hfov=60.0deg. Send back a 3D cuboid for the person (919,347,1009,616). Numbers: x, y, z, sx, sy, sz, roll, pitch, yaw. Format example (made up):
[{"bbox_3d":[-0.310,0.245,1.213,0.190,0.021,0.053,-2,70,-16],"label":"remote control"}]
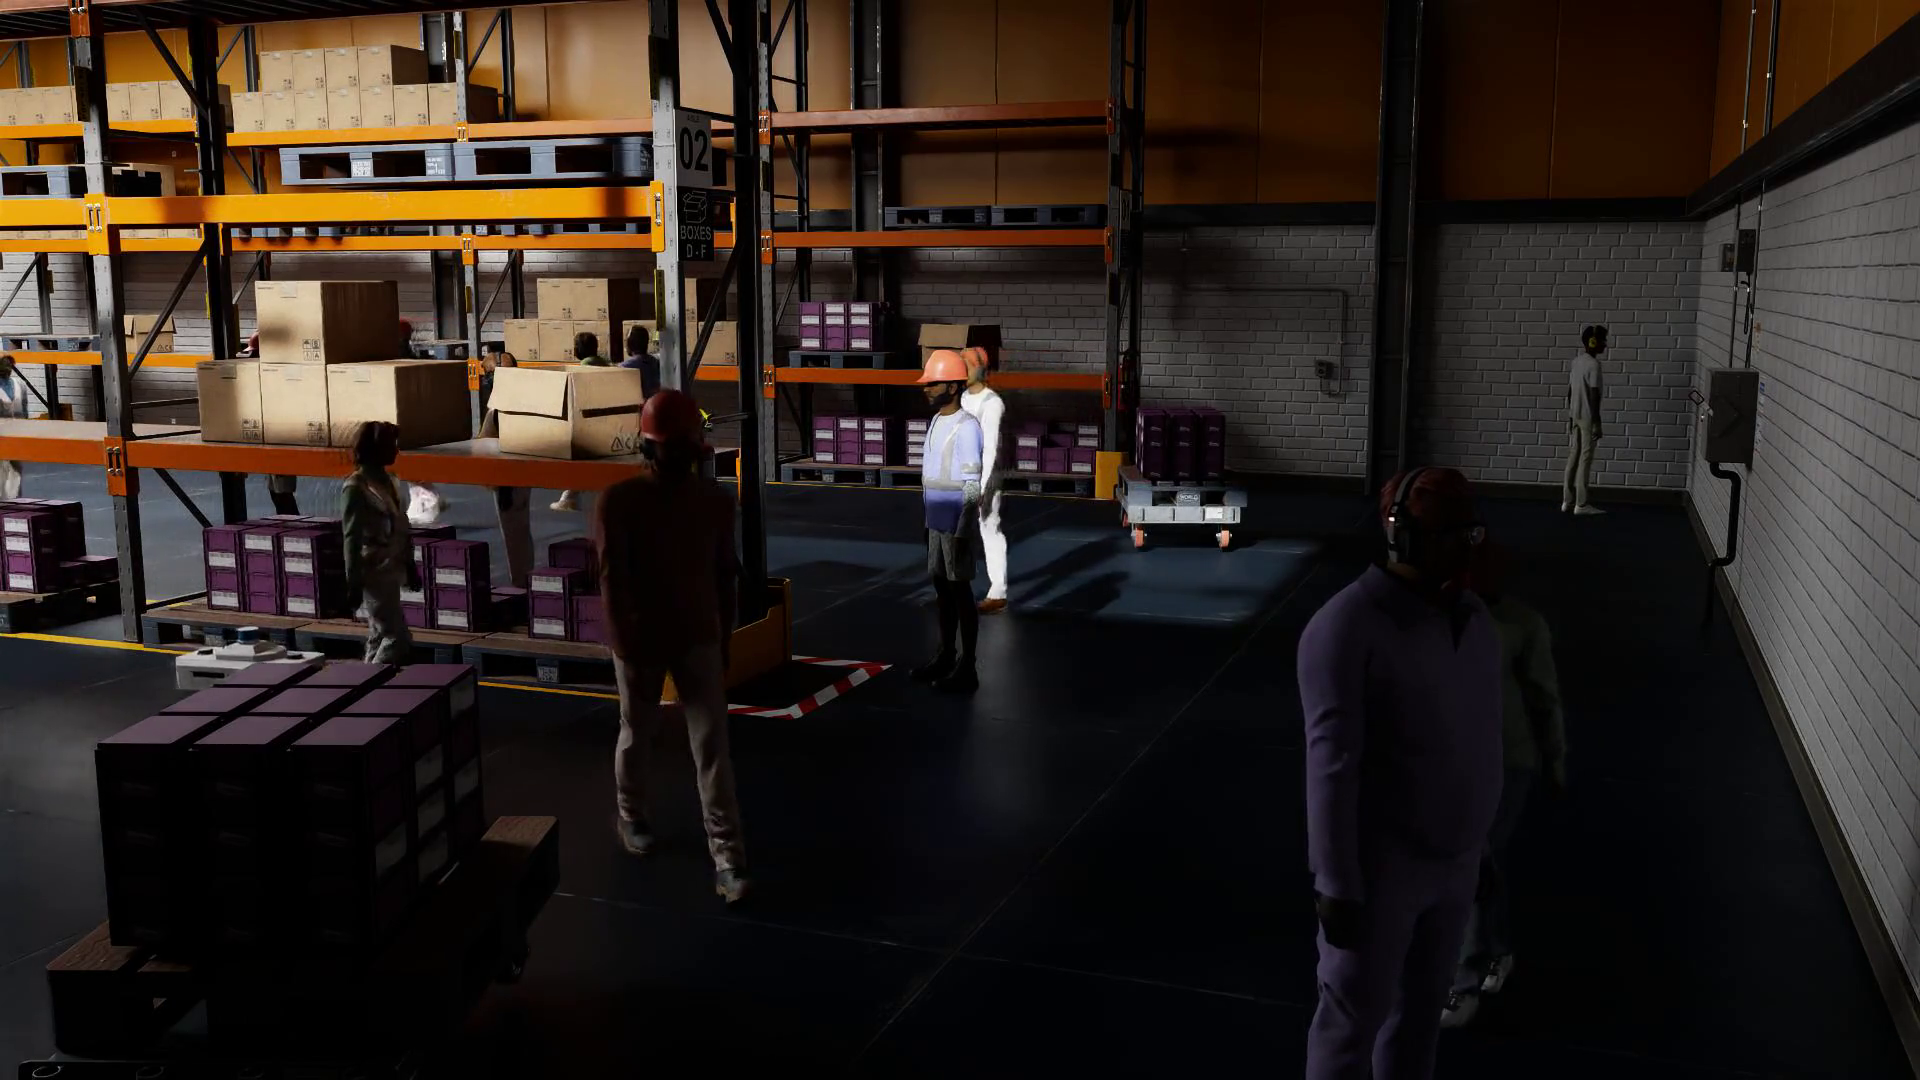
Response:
[{"bbox_3d":[0.027,-0.383,11.394,0.772,1.859,0.594,-4,10,-26],"label":"person"}]

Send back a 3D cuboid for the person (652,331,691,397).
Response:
[{"bbox_3d":[-3.041,-1.316,17.373,0.589,1.833,0.404,5,10,27],"label":"person"}]

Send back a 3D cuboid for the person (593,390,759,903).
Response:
[{"bbox_3d":[-1.127,0.378,6.456,0.587,1.937,1.067,-5,10,-26],"label":"person"}]

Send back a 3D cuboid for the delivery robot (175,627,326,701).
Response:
[{"bbox_3d":[-3.625,0.687,8.503,0.707,0.478,0.477,2,9,13],"label":"delivery robot"}]

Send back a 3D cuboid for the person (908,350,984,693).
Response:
[{"bbox_3d":[-0.072,-0.107,9.454,0.355,1.939,0.543,-4,10,-25],"label":"person"}]

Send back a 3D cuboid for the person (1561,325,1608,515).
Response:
[{"bbox_3d":[6.188,-1.181,16.425,0.323,1.865,0.518,-1,9,-7],"label":"person"}]

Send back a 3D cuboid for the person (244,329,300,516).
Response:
[{"bbox_3d":[-5.445,-0.705,13.207,0.360,1.939,0.543,-6,11,-34],"label":"person"}]

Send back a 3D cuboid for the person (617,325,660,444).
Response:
[{"bbox_3d":[-2.869,-0.949,14.787,0.524,1.917,0.650,5,10,30],"label":"person"}]

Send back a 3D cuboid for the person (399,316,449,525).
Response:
[{"bbox_3d":[-5.115,-1.084,15.454,0.492,1.982,0.634,-2,9,-11],"label":"person"}]

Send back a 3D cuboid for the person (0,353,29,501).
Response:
[{"bbox_3d":[-9.172,-0.990,15.978,0.379,1.614,0.518,3,10,21],"label":"person"}]

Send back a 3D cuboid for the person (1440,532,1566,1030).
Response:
[{"bbox_3d":[1.618,0.729,5.294,0.513,1.574,0.748,7,12,39],"label":"person"}]

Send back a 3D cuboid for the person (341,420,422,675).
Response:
[{"bbox_3d":[-2.966,0.198,8.535,0.394,1.625,0.522,0,9,0],"label":"person"}]

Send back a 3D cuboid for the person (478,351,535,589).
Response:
[{"bbox_3d":[-3.136,-0.387,11.541,0.429,1.837,0.626,-2,9,-12],"label":"person"}]

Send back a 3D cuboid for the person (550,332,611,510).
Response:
[{"bbox_3d":[-3.633,-1.172,16.585,0.933,1.808,0.645,3,9,17],"label":"person"}]

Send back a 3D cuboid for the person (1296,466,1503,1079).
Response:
[{"bbox_3d":[1.096,0.772,4.027,0.636,1.911,0.404,-7,11,-38],"label":"person"}]
